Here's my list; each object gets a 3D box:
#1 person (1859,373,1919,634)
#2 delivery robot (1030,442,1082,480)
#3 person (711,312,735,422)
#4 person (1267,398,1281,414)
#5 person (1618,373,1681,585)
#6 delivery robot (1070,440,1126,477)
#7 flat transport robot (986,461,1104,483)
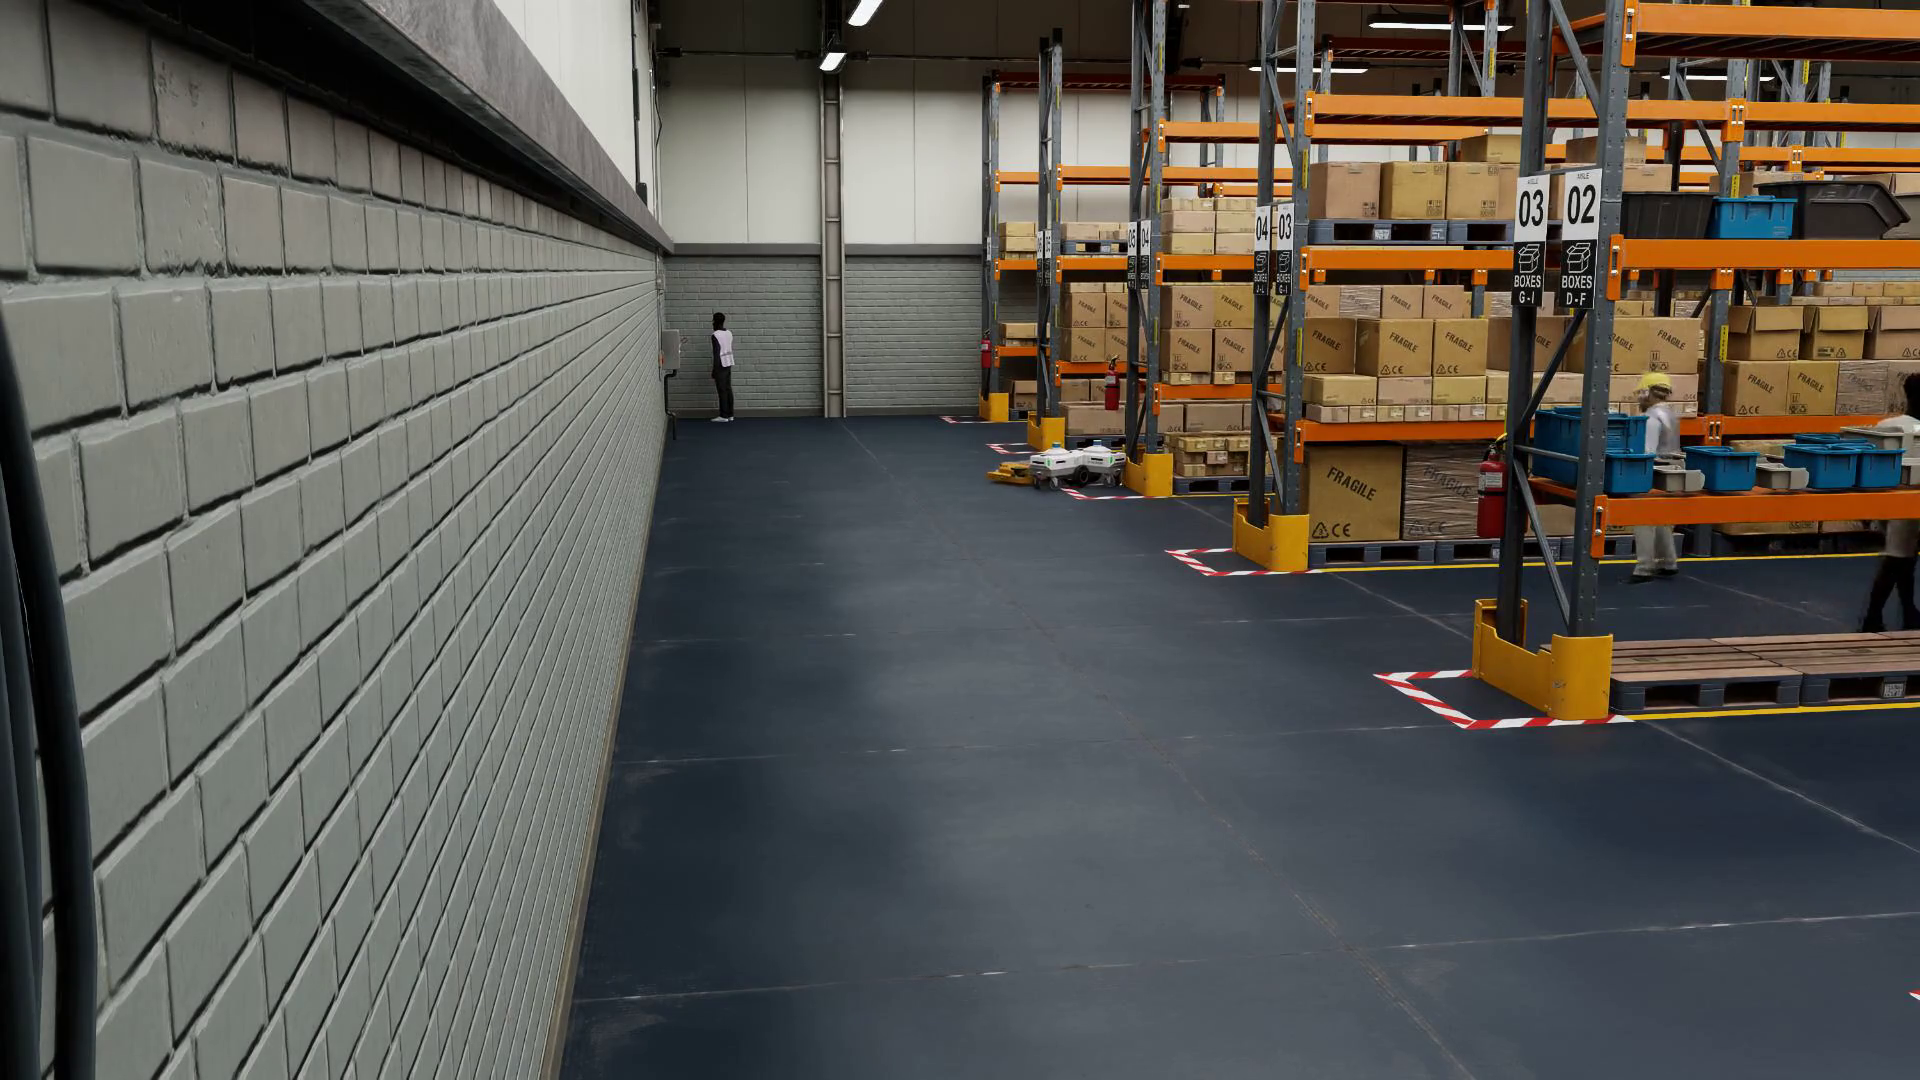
[{"bbox_3d":[6.830,-0.225,11.848,0.838,1.930,0.651,-1,9,-5],"label":"person"},{"bbox_3d":[1.170,-0.944,20.253,0.477,0.478,0.707,8,12,41],"label":"delivery robot"},{"bbox_3d":[-4.177,-3.035,29.243,0.393,1.919,0.590,3,10,20],"label":"person"},{"bbox_3d":[4.579,-2.236,24.282,0.378,1.929,0.557,-4,10,-21],"label":"person"},{"bbox_3d":[5.881,-0.506,14.087,0.427,1.796,0.654,7,12,38],"label":"person"},{"bbox_3d":[1.695,-0.990,20.538,0.707,0.478,0.477,8,12,41],"label":"delivery robot"},{"bbox_3d":[1.090,-0.895,21.111,1.431,0.197,0.652,-7,11,-36],"label":"flat transport robot"}]
